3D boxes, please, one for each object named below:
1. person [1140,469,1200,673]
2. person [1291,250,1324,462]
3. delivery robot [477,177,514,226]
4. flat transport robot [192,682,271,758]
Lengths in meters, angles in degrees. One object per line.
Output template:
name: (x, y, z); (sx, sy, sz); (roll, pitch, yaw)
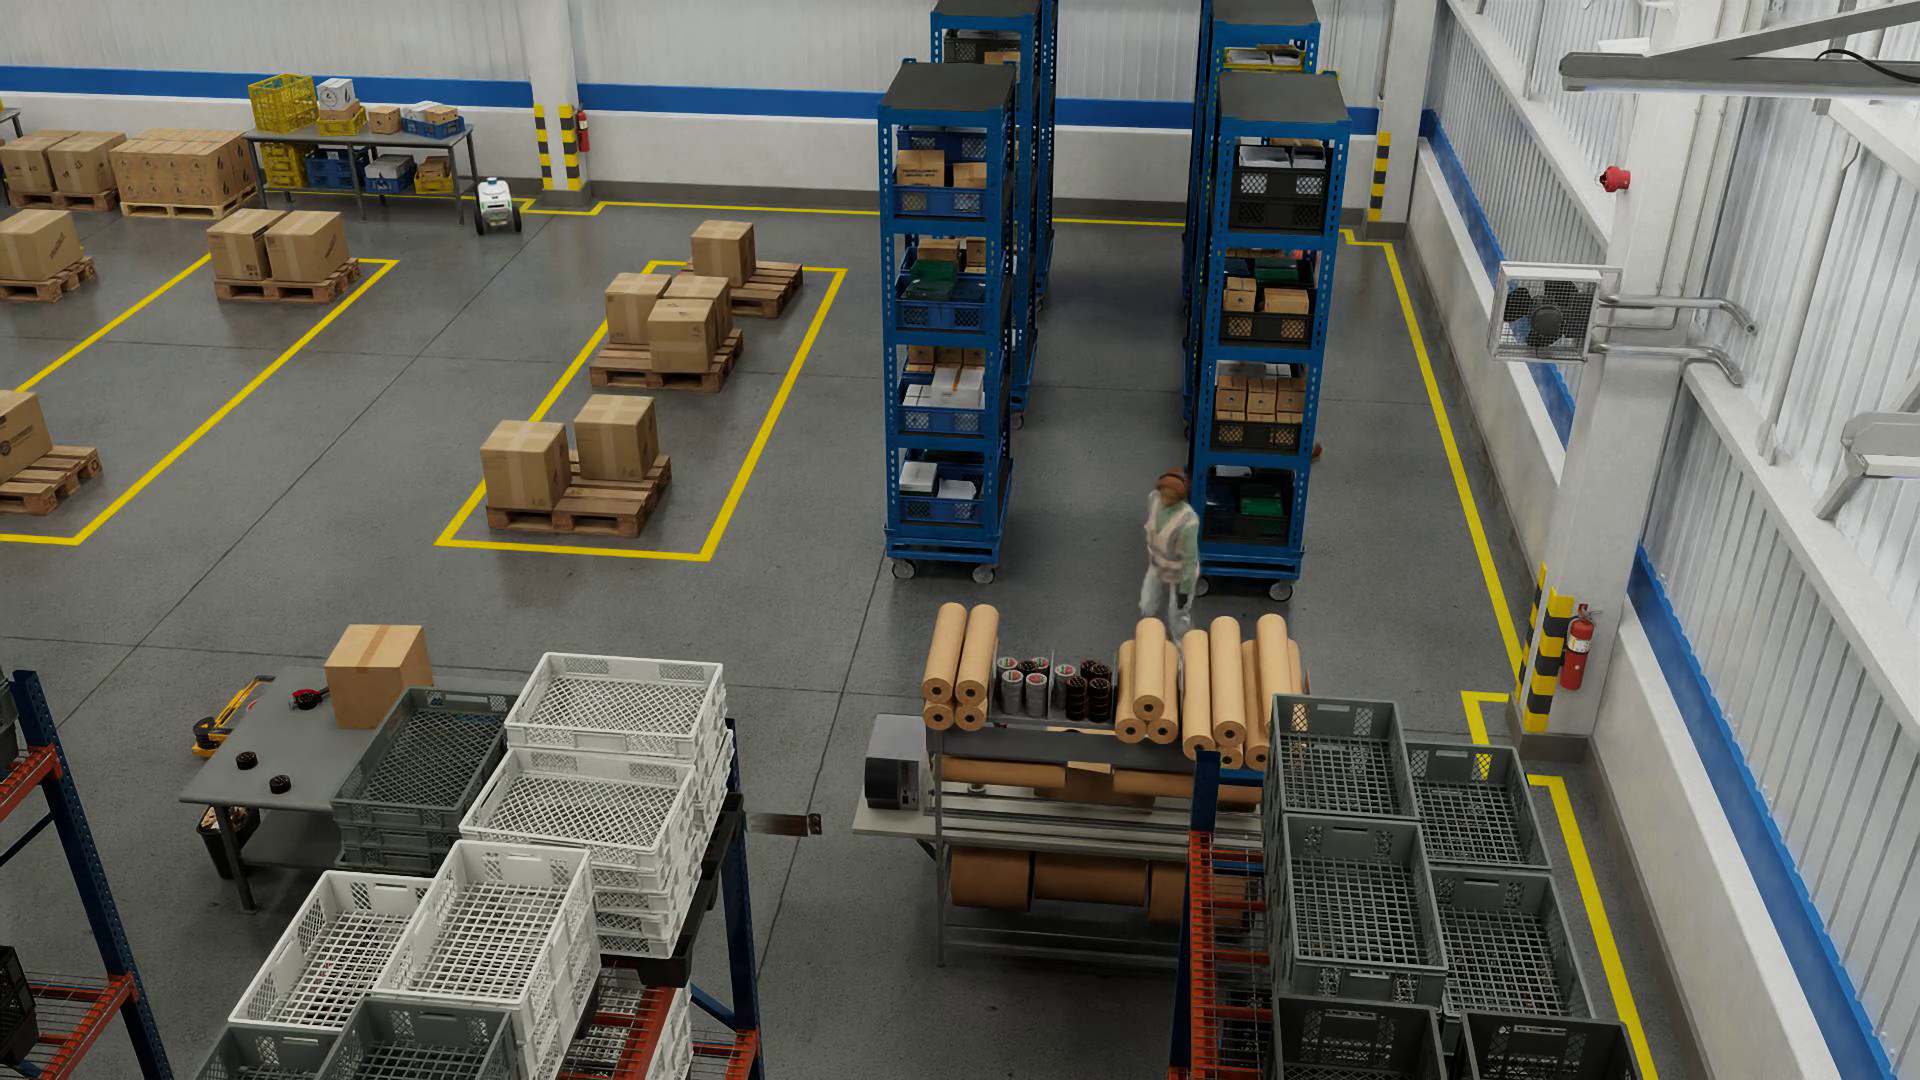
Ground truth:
person: (1.413, 0.215, 10.949); (0.470, 1.606, 0.532); (-18, 35, -28)
person: (2.706, -1.460, 13.509); (0.879, 1.942, 0.629); (-24, 38, -35)
delivery robot: (-5.303, -3.885, 18.950); (0.477, 0.478, 0.707); (-9, 31, -14)
flat transport robot: (-4.089, 1.163, 10.648); (1.431, 0.197, 0.652); (3, 30, 6)
